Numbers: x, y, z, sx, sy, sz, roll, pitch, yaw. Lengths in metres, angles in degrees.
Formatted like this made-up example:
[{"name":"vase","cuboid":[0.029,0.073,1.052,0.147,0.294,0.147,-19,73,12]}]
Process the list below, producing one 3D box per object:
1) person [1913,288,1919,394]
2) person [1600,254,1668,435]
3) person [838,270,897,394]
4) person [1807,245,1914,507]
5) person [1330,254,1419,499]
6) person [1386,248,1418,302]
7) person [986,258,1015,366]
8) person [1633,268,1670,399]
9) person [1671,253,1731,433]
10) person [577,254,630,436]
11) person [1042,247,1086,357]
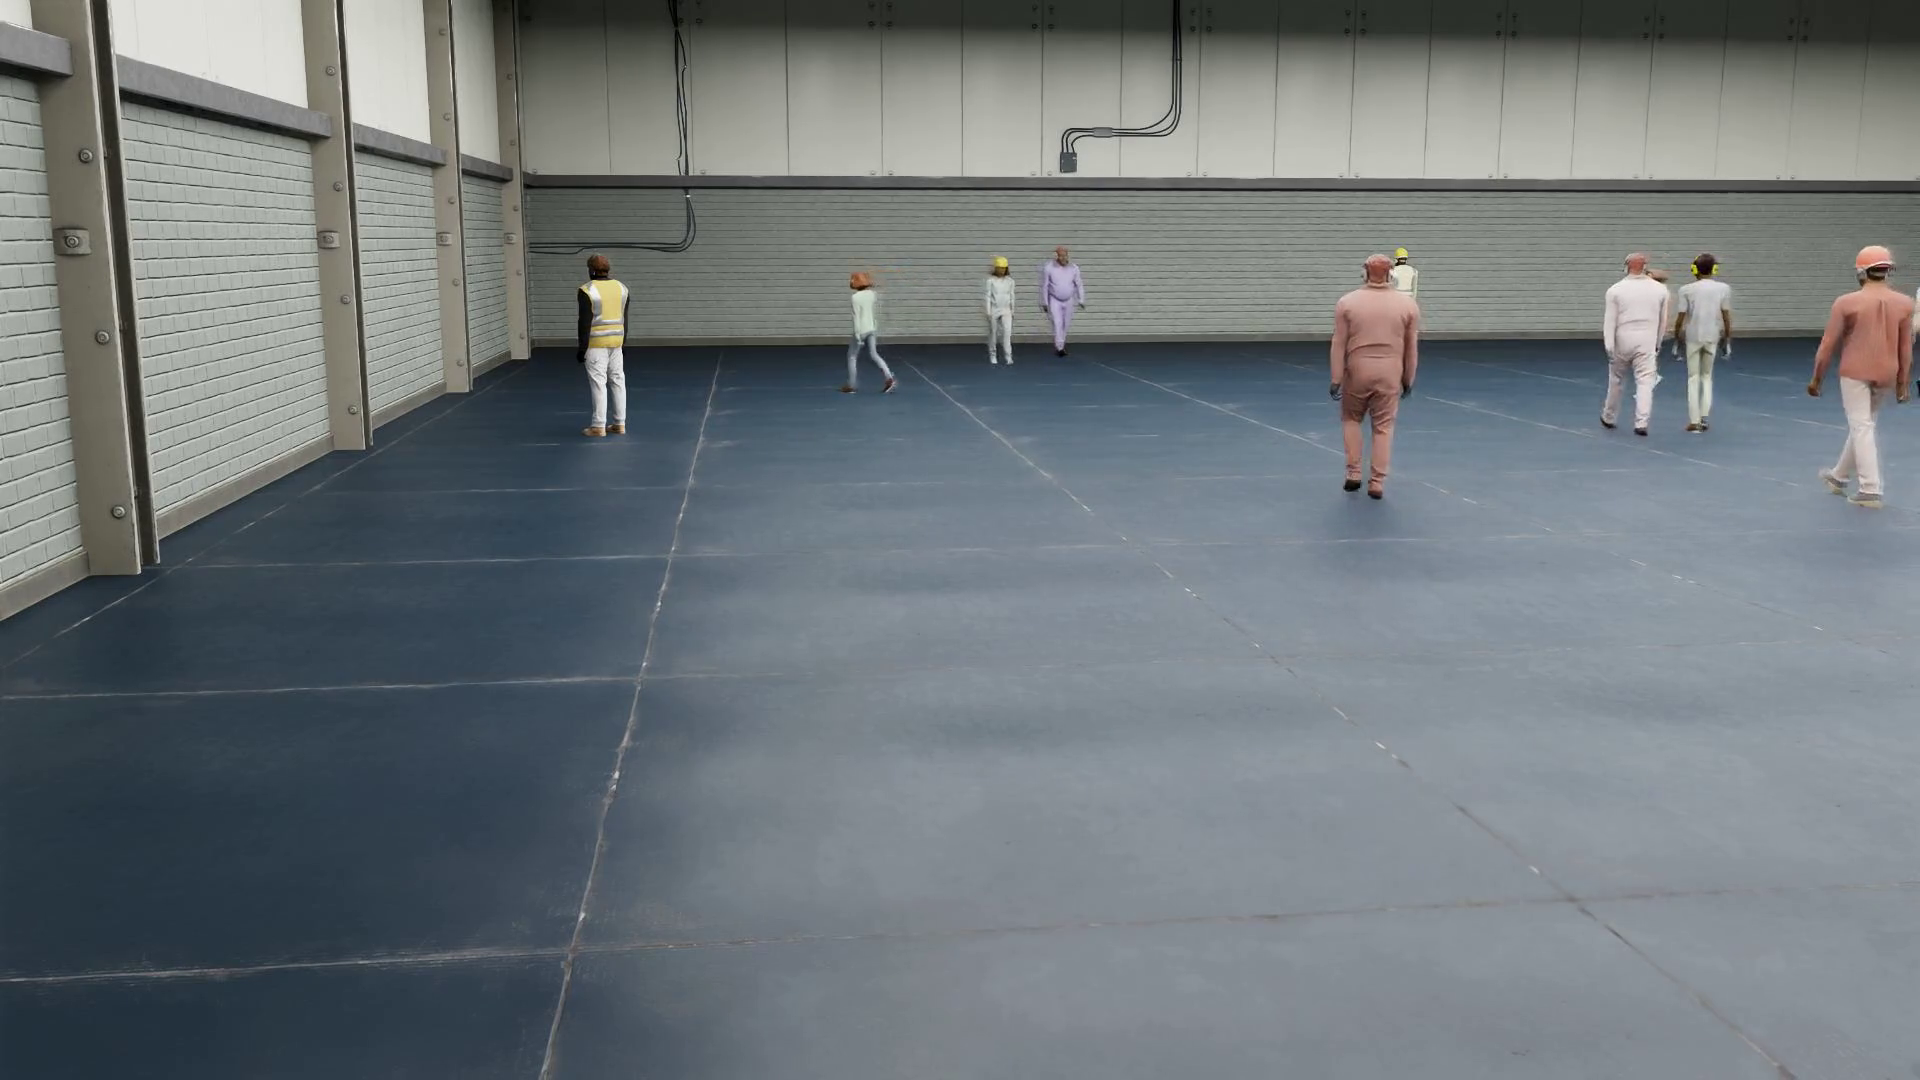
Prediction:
[{"name":"person","cuboid":[12.400,-2.694,21.182,0.791,1.745,0.536,-8,13,-36]},{"name":"person","cuboid":[6.978,-2.031,17.253,0.649,1.848,1.033,1,10,8]},{"name":"person","cuboid":[-1.199,-2.687,21.495,0.783,1.606,0.491,7,12,32]},{"name":"person","cuboid":[6.871,-1.267,12.753,0.635,1.940,1.002,-1,10,-4]},{"name":"person","cuboid":[3.221,-1.278,13.011,0.681,1.884,0.654,1,10,6]},{"name":"person","cuboid":[7.442,-4.020,28.179,0.590,1.833,0.404,-3,11,-15]},{"name":"person","cuboid":[0.640,-3.618,26.354,0.496,1.693,0.903,-3,11,-14]},{"name":"person","cuboid":[8.685,-2.589,20.878,0.437,1.626,0.530,-4,11,-21]},{"name":"person","cuboid":[7.693,-2.043,17.274,0.545,1.850,0.572,2,10,9]},{"name":"person","cuboid":[-3.659,-1.979,16.969,0.429,1.845,0.621,8,13,37]},{"name":"person","cuboid":[1.752,-4.020,28.141,0.666,1.837,1.013,-2,11,-11]}]
